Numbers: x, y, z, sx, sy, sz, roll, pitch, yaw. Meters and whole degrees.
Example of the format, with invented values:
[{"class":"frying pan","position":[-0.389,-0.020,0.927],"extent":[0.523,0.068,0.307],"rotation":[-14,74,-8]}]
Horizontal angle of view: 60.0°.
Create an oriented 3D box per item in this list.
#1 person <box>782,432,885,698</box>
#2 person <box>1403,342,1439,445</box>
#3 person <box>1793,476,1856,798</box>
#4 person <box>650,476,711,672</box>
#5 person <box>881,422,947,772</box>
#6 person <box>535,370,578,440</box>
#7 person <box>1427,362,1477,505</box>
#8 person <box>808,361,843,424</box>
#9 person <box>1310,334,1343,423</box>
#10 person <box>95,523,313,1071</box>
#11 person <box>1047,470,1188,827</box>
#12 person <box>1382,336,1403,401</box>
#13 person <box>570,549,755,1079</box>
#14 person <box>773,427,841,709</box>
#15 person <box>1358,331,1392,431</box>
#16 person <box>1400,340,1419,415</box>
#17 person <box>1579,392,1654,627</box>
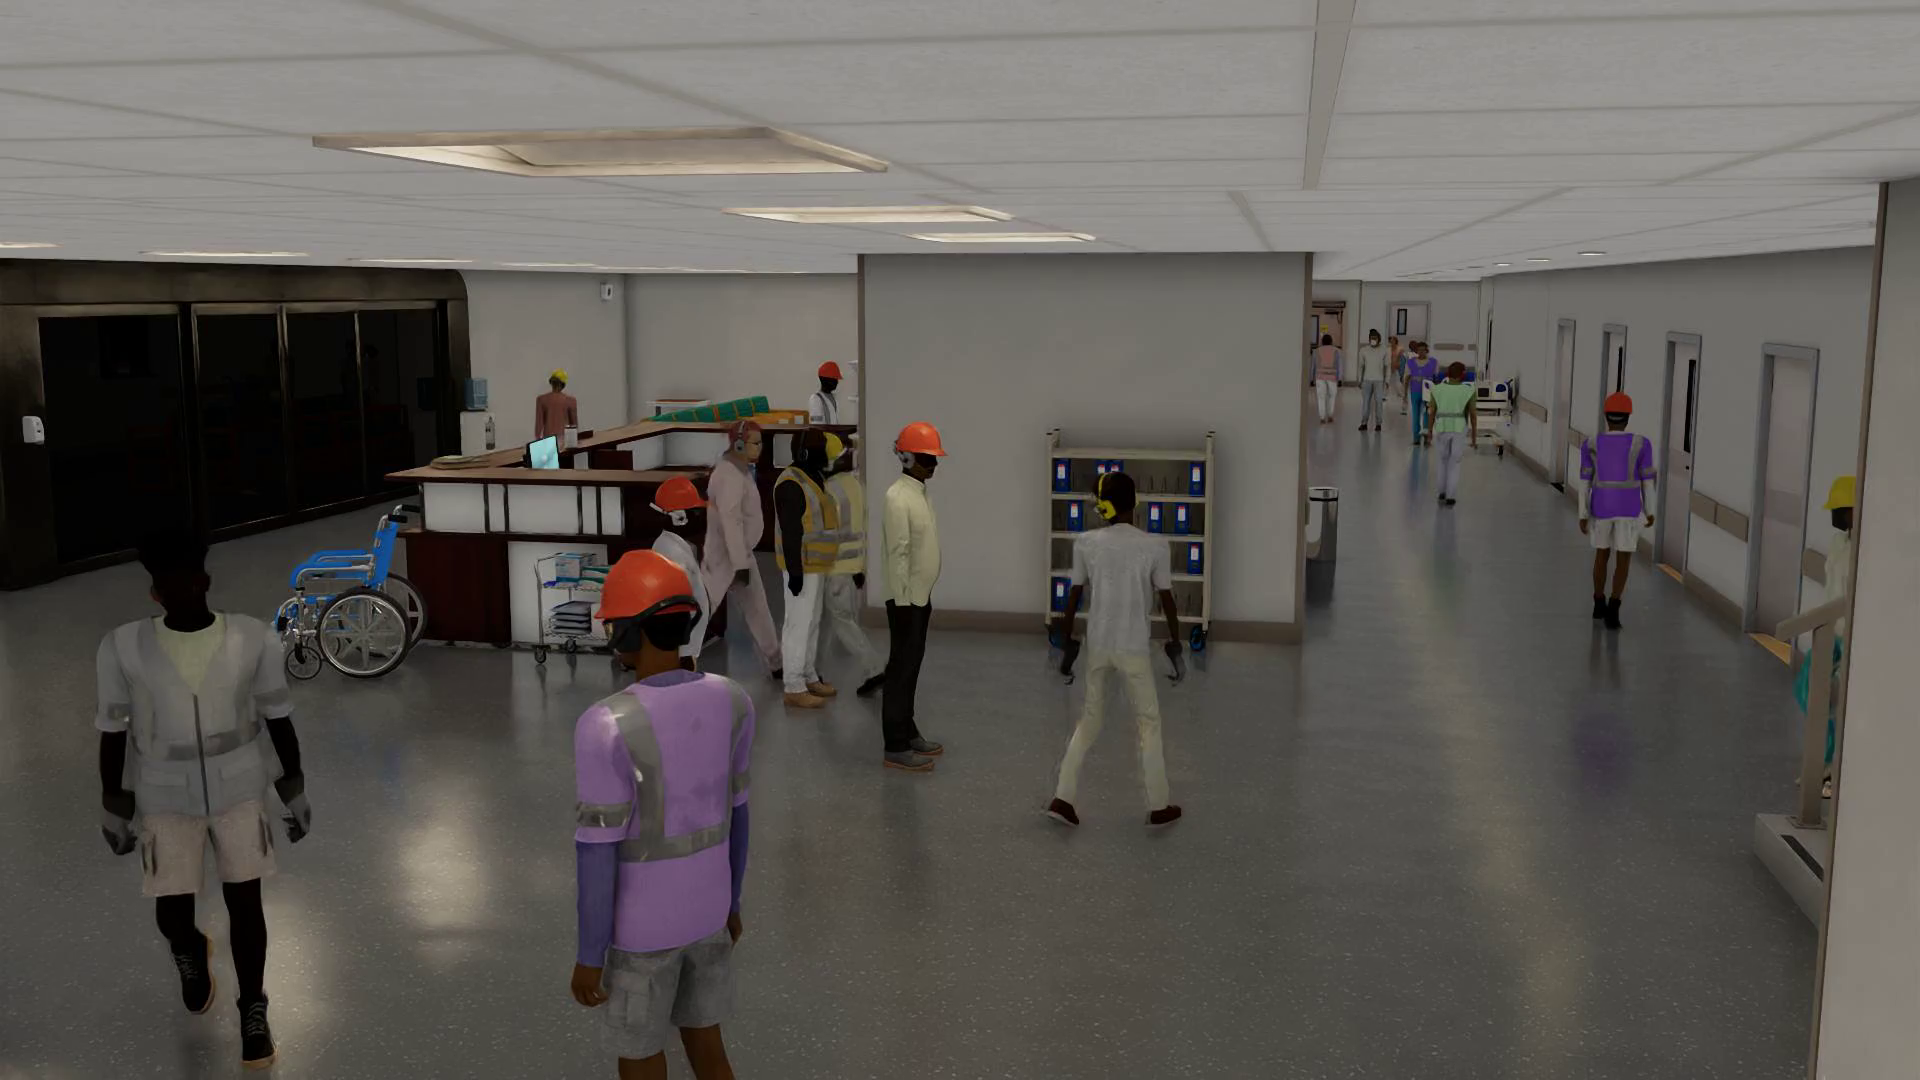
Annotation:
[{"class":"person","position":[-0.804,0.168,11.215],"extent":[0.844,1.798,0.598],"rotation":[2,9,15]},{"class":"person","position":[8.138,-2.587,29.346],"extent":[0.593,1.825,0.443],"rotation":[4,10,27]},{"class":"person","position":[4.723,0.528,8.926],"extent":[0.422,1.747,0.558],"rotation":[0,9,-2]},{"class":"person","position":[-1.482,0.536,8.858],"extent":[0.321,1.755,0.566],"rotation":[-2,9,-15]},{"class":"person","position":[-0.263,0.313,9.563],"extent":[0.396,1.990,0.621],"rotation":[2,9,10]},{"class":"person","position":[-5.188,-1.338,21.448],"extent":[0.530,1.703,0.926],"rotation":[-1,9,-6]},{"class":"person","position":[6.346,-1.380,21.377],"extent":[0.594,1.813,0.752],"rotation":[4,10,26]},{"class":"person","position":[-1.486,-1.047,18.782],"extent":[0.377,1.932,0.552],"rotation":[3,9,19]},{"class":"person","position":[7.520,-3.316,34.205],"extent":[0.654,1.819,0.756],"rotation":[1,9,9]},{"class":"person","position":[-2.686,0.887,5.954],"extent":[0.698,1.942,0.600],"rotation":[-5,10,-28]},{"class":"person","position":[0.813,0.568,8.394],"extent":[0.648,1.844,0.612],"rotation":[3,9,22]},{"class":"person","position":[10.644,-4.200,40.862],"extent":[0.521,1.584,0.886],"rotation":[7,11,37]},{"class":"person","position":[-0.842,1.038,4.652],"extent":[0.417,2.031,0.610],"rotation":[6,11,35]},{"class":"person","position":[-0.998,0.174,10.990],"extent":[0.429,1.841,0.634],"rotation":[2,9,12]},{"class":"person","position":[8.050,-3.090,32.326],"extent":[0.629,1.939,0.372],"rotation":[4,10,26]},{"class":"person","position":[9.888,-3.546,36.386],"extent":[0.532,1.631,0.328],"rotation":[-1,9,-4]},{"class":"person","position":[5.346,-0.253,13.589],"extent":[0.557,1.910,0.755],"rotation":[6,10,34]}]
